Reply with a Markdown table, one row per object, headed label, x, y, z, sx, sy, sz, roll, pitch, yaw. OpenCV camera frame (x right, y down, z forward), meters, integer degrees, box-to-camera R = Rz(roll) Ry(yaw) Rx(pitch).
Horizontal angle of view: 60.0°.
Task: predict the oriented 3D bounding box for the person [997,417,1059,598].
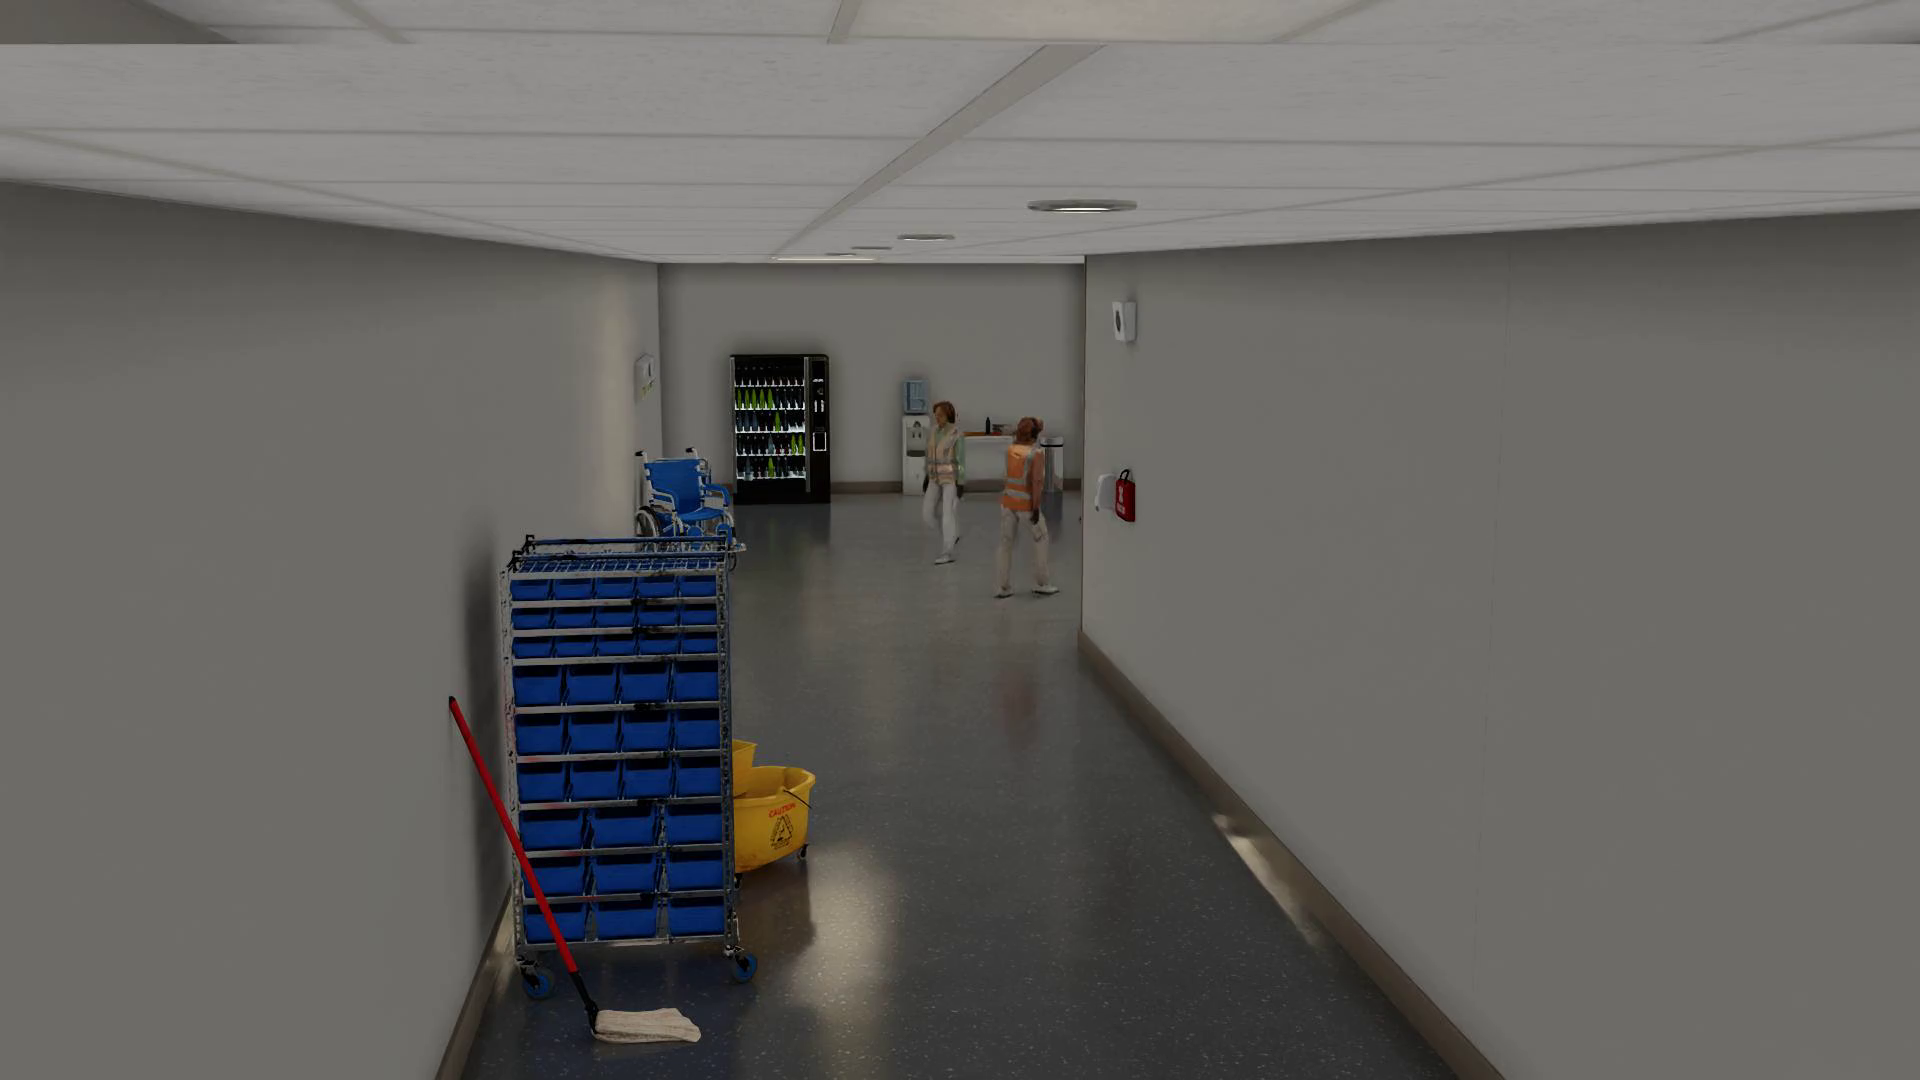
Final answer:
| label | x | y | z | sx | sy | sz | roll | pitch | yaw |
| --- | --- | --- | --- | --- | --- | --- | --- | --- | --- |
| person | 0.603 | -0.290 | 14.876 | 0.682 | 1.606 | 0.522 | -8 | 12 | -43 |

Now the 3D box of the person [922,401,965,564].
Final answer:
| label | x | y | z | sx | sy | sz | roll | pitch | yaw |
| --- | --- | --- | --- | --- | --- | --- | --- | --- | --- |
| person | -0.147 | -0.575 | 16.578 | 0.540 | 1.622 | 0.398 | 8 | 12 | 43 |
